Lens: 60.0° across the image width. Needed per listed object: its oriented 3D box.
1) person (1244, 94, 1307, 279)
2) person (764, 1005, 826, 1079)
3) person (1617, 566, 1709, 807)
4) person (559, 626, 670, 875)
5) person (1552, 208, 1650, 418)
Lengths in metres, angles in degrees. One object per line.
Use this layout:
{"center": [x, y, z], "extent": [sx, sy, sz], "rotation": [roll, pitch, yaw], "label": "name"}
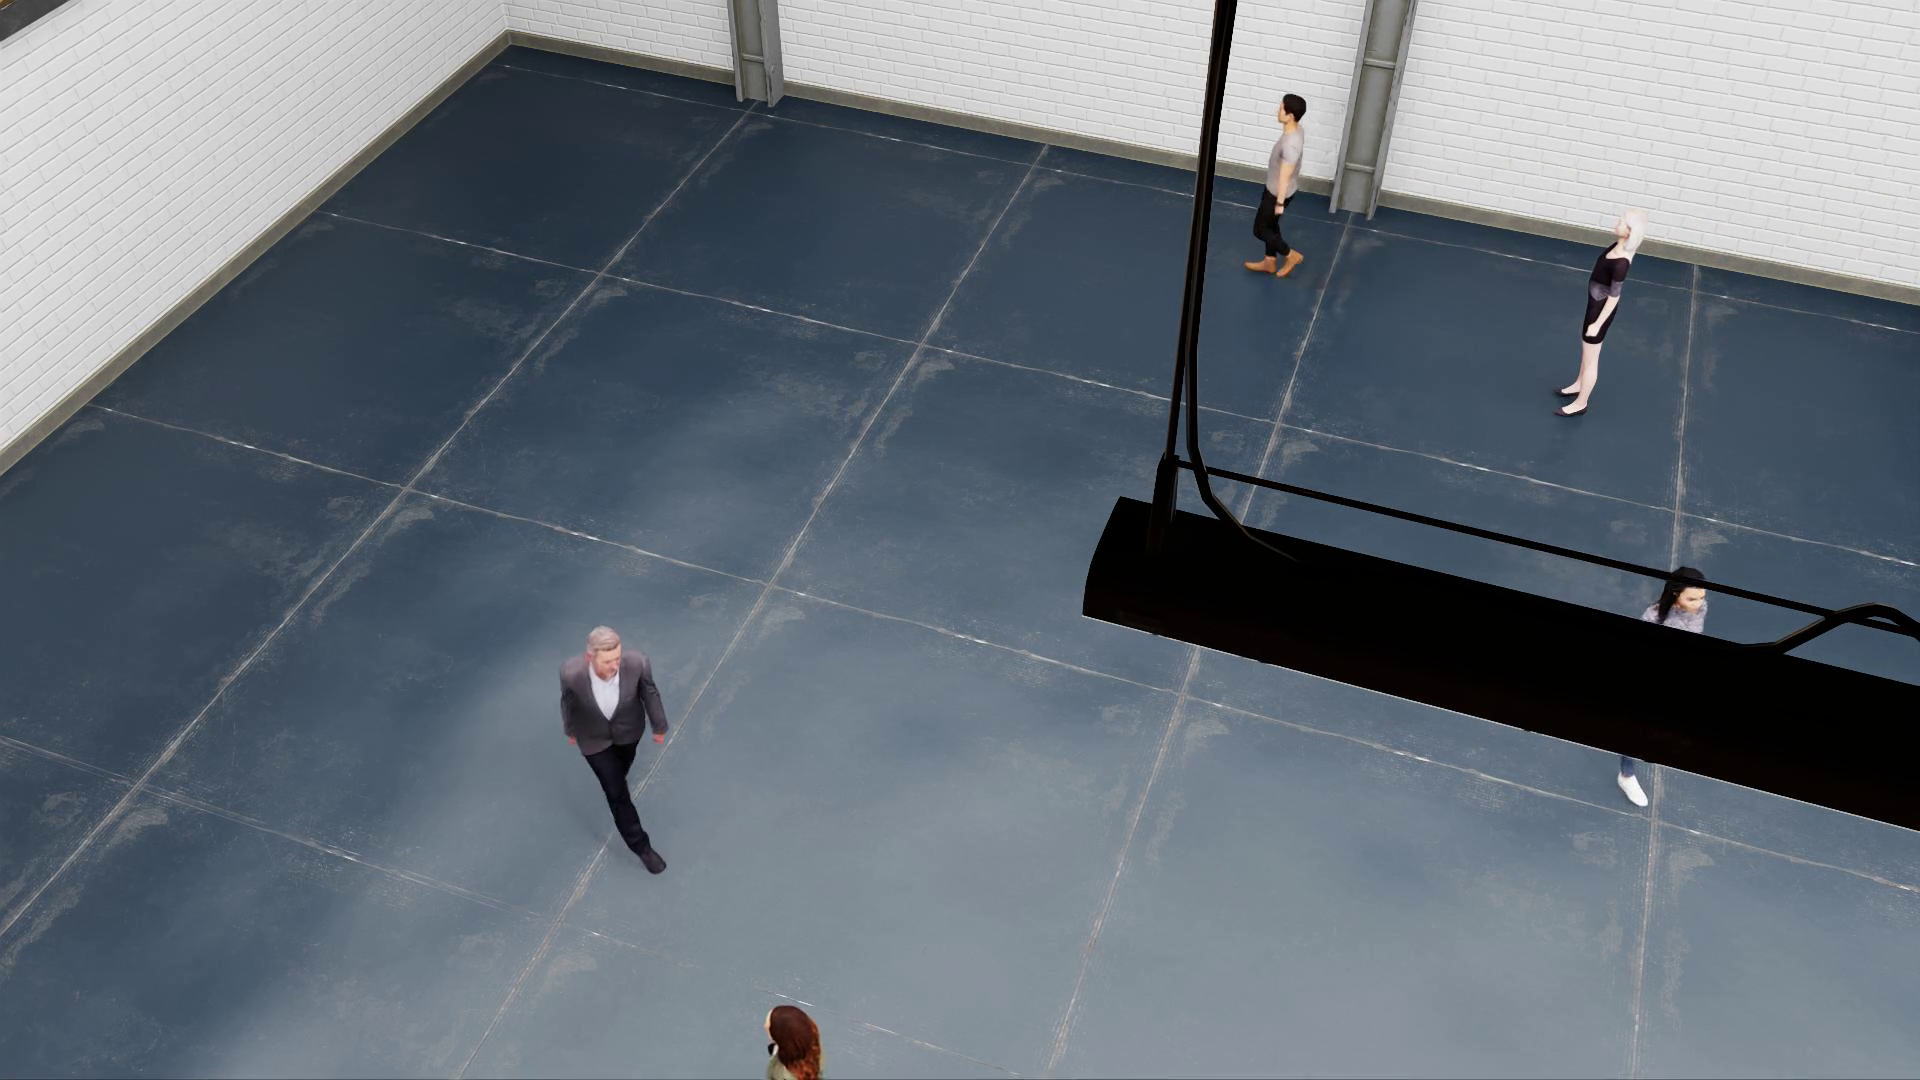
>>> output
{"center": [2.756, -2.925, 13.933], "extent": [0.746, 1.710, 0.654], "rotation": [9, 44, 10], "label": "person"}
{"center": [-0.798, 2.720, 8.178], "extent": [0.568, 1.476, 0.629], "rotation": [6, 44, 7], "label": "person"}
{"center": [4.156, 0.729, 10.107], "extent": [1.125, 1.697, 1.139], "rotation": [-15, 46, -15], "label": "person"}
{"center": [-2.067, 1.068, 9.689], "extent": [1.229, 1.783, 1.273], "rotation": [-12, 45, -13], "label": "person"}
{"center": [4.852, -1.723, 12.585], "extent": [0.494, 1.829, 0.580], "rotation": [13, 45, 13], "label": "person"}
